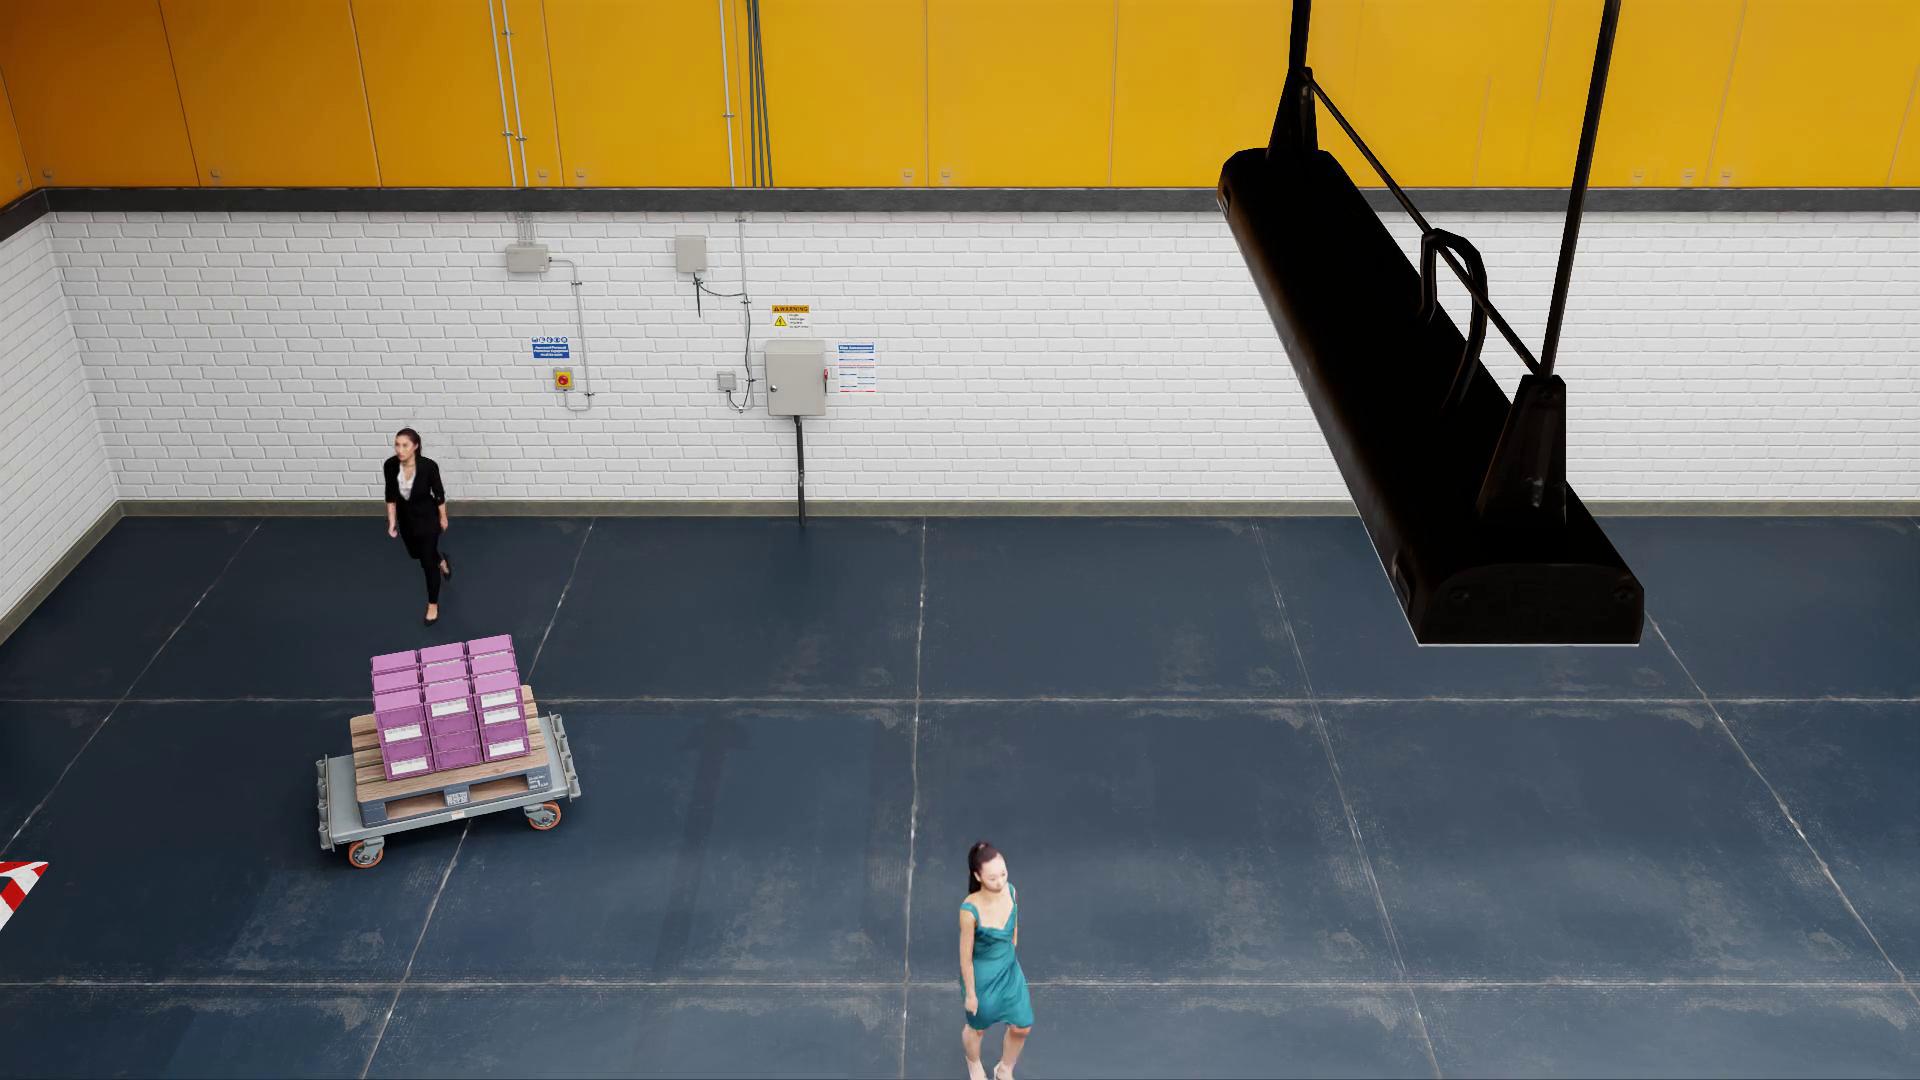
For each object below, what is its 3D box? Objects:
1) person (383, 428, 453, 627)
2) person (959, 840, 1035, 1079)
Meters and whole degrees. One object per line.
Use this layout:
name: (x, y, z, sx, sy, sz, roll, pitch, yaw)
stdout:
person: (-4.307, -0.176, 13.356, 0.689, 1.633, 1.044, 4, 29, 7)
person: (0.109, 2.273, 8.828, 0.716, 1.670, 0.771, -20, 34, -32)
